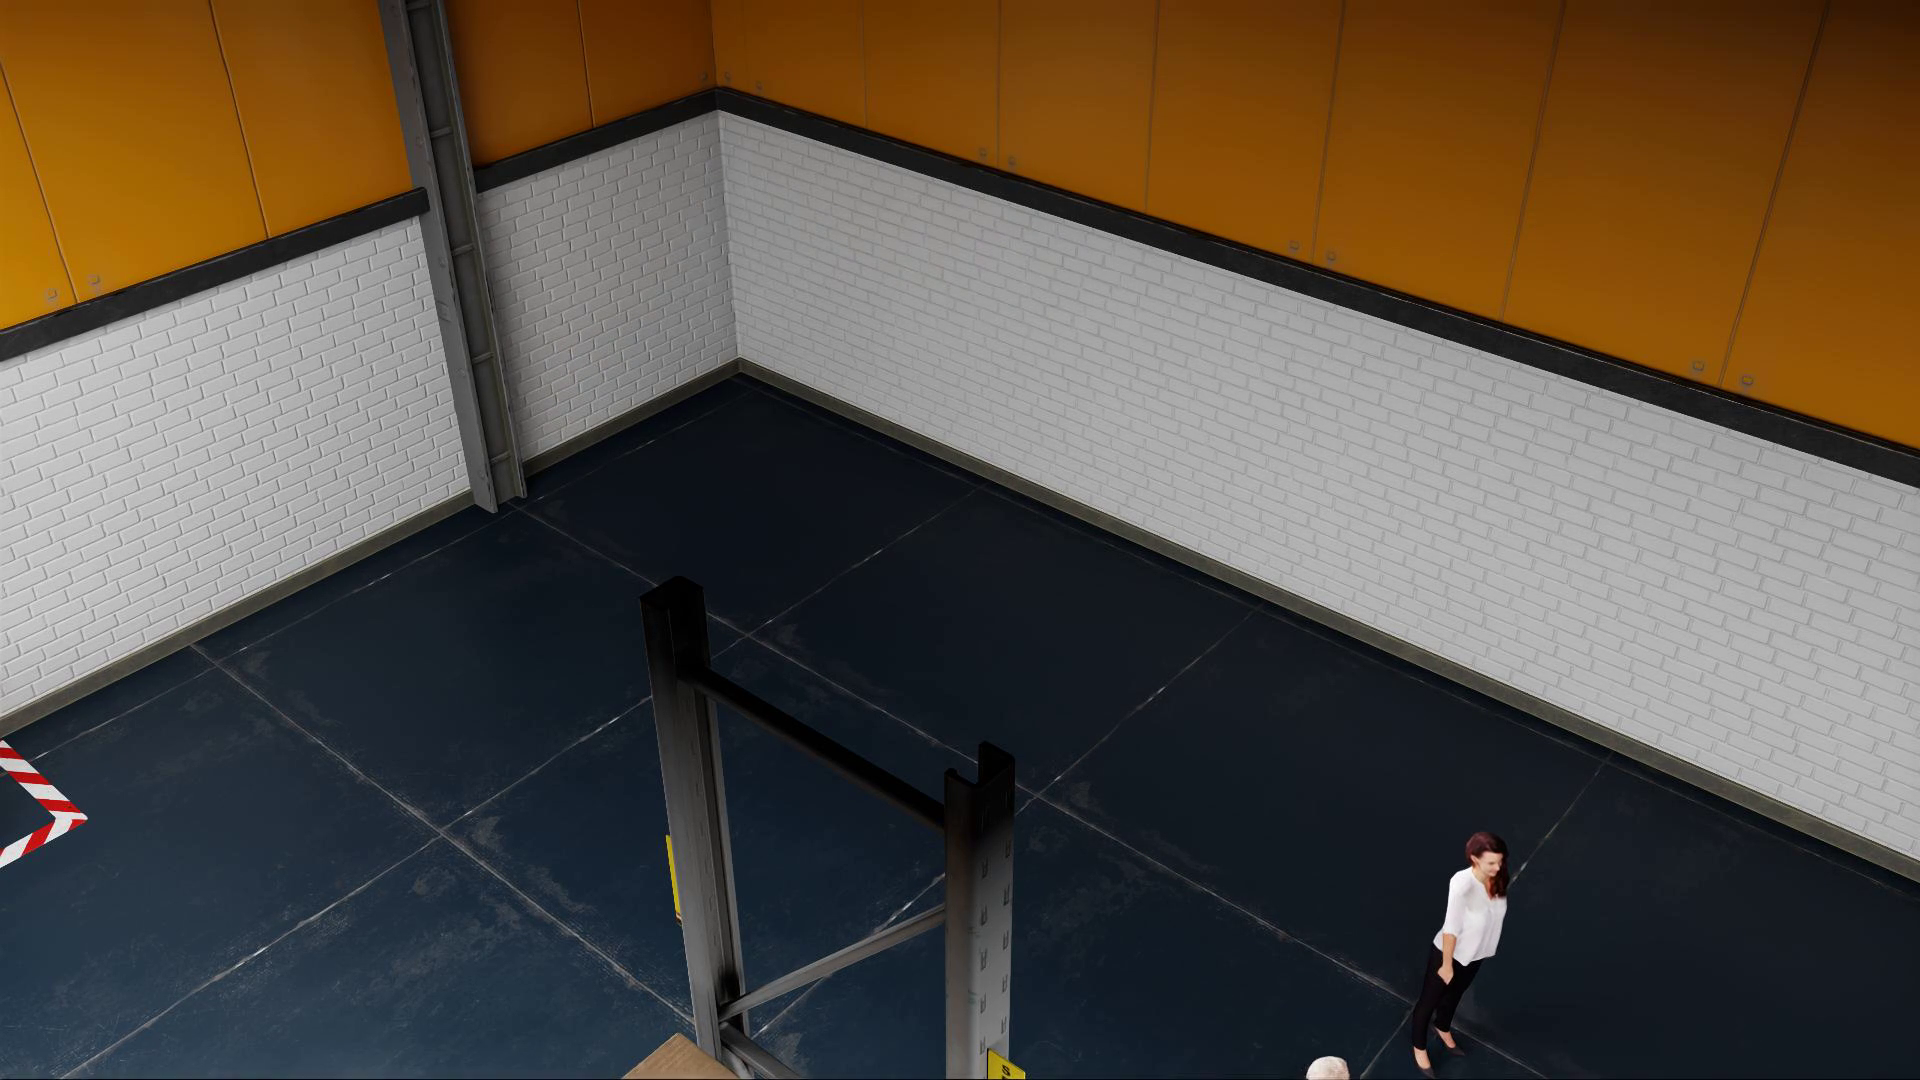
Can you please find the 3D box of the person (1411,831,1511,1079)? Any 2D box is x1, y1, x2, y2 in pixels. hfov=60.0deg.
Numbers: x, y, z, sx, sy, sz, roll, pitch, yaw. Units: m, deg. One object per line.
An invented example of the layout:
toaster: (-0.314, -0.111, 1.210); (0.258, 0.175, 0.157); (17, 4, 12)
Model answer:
person: (2.880, 2.365, 9.613); (0.561, 1.795, 0.723); (-20, 38, -27)
